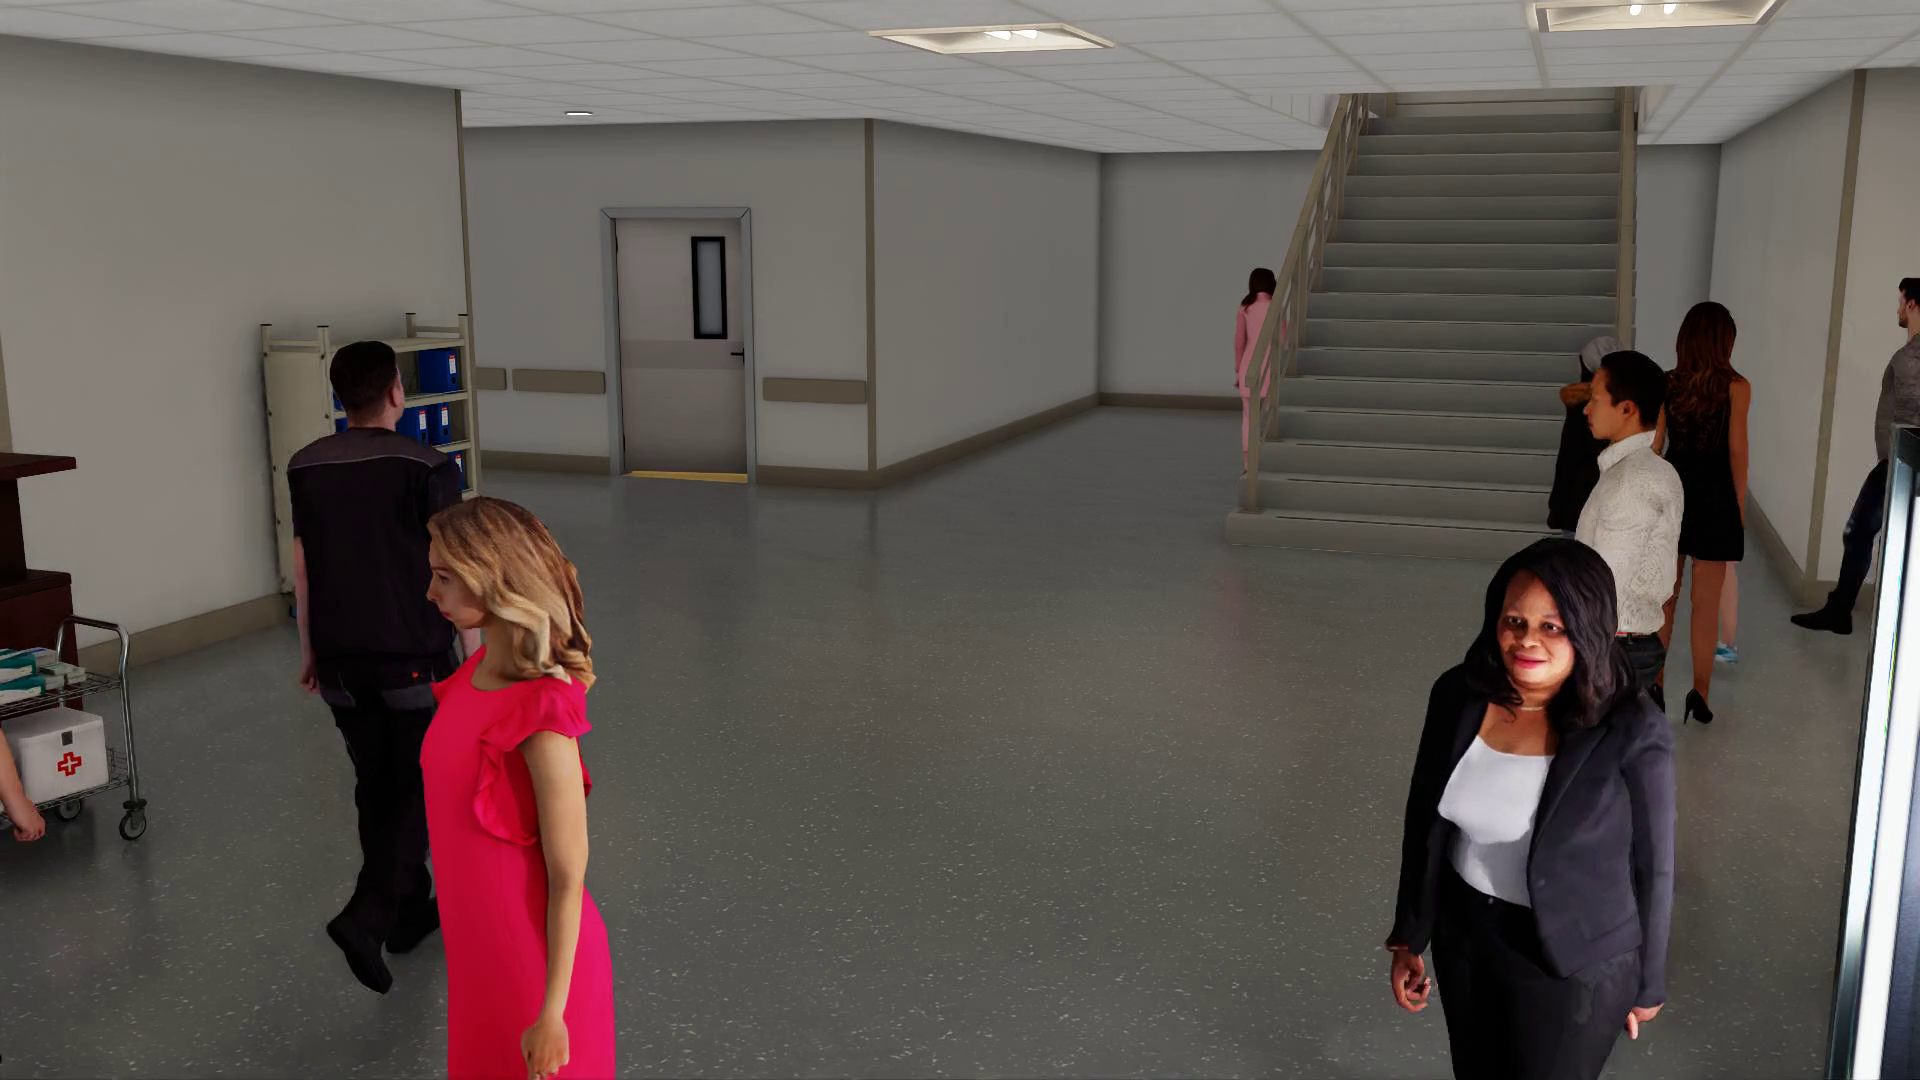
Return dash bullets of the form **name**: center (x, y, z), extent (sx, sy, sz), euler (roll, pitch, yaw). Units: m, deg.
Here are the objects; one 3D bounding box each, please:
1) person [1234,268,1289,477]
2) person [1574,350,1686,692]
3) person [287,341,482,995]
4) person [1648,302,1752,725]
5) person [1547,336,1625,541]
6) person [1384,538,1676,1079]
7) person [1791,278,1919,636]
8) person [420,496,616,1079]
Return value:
- **person**: center (2.555, -1.405, 14.147), extent (0.612, 1.801, 0.515), euler (4, 11, 18)
- **person**: center (1.974, 0.366, 4.824), extent (0.719, 1.798, 0.549), euler (4, 11, 20)
- **person**: center (-1.657, 0.372, 4.702), extent (0.805, 1.831, 1.060), euler (2, 11, 12)
- **person**: center (3.176, -0.110, 7.232), extent (0.631, 1.834, 0.606), euler (7, 13, 34)
- **person**: center (3.111, -0.183, 8.166), extent (0.730, 1.631, 0.790), euler (-5, 12, -25)
- **person**: center (1.150, 0.770, 3.238), extent (0.767, 1.594, 0.737), euler (-10, 14, -41)
- **person**: center (4.924, -0.353, 8.447), extent (1.252, 1.859, 1.130), euler (-10, 15, -44)
- **person**: center (-0.760, 0.754, 2.976), extent (0.705, 1.724, 0.667), euler (-7, 13, -33)
